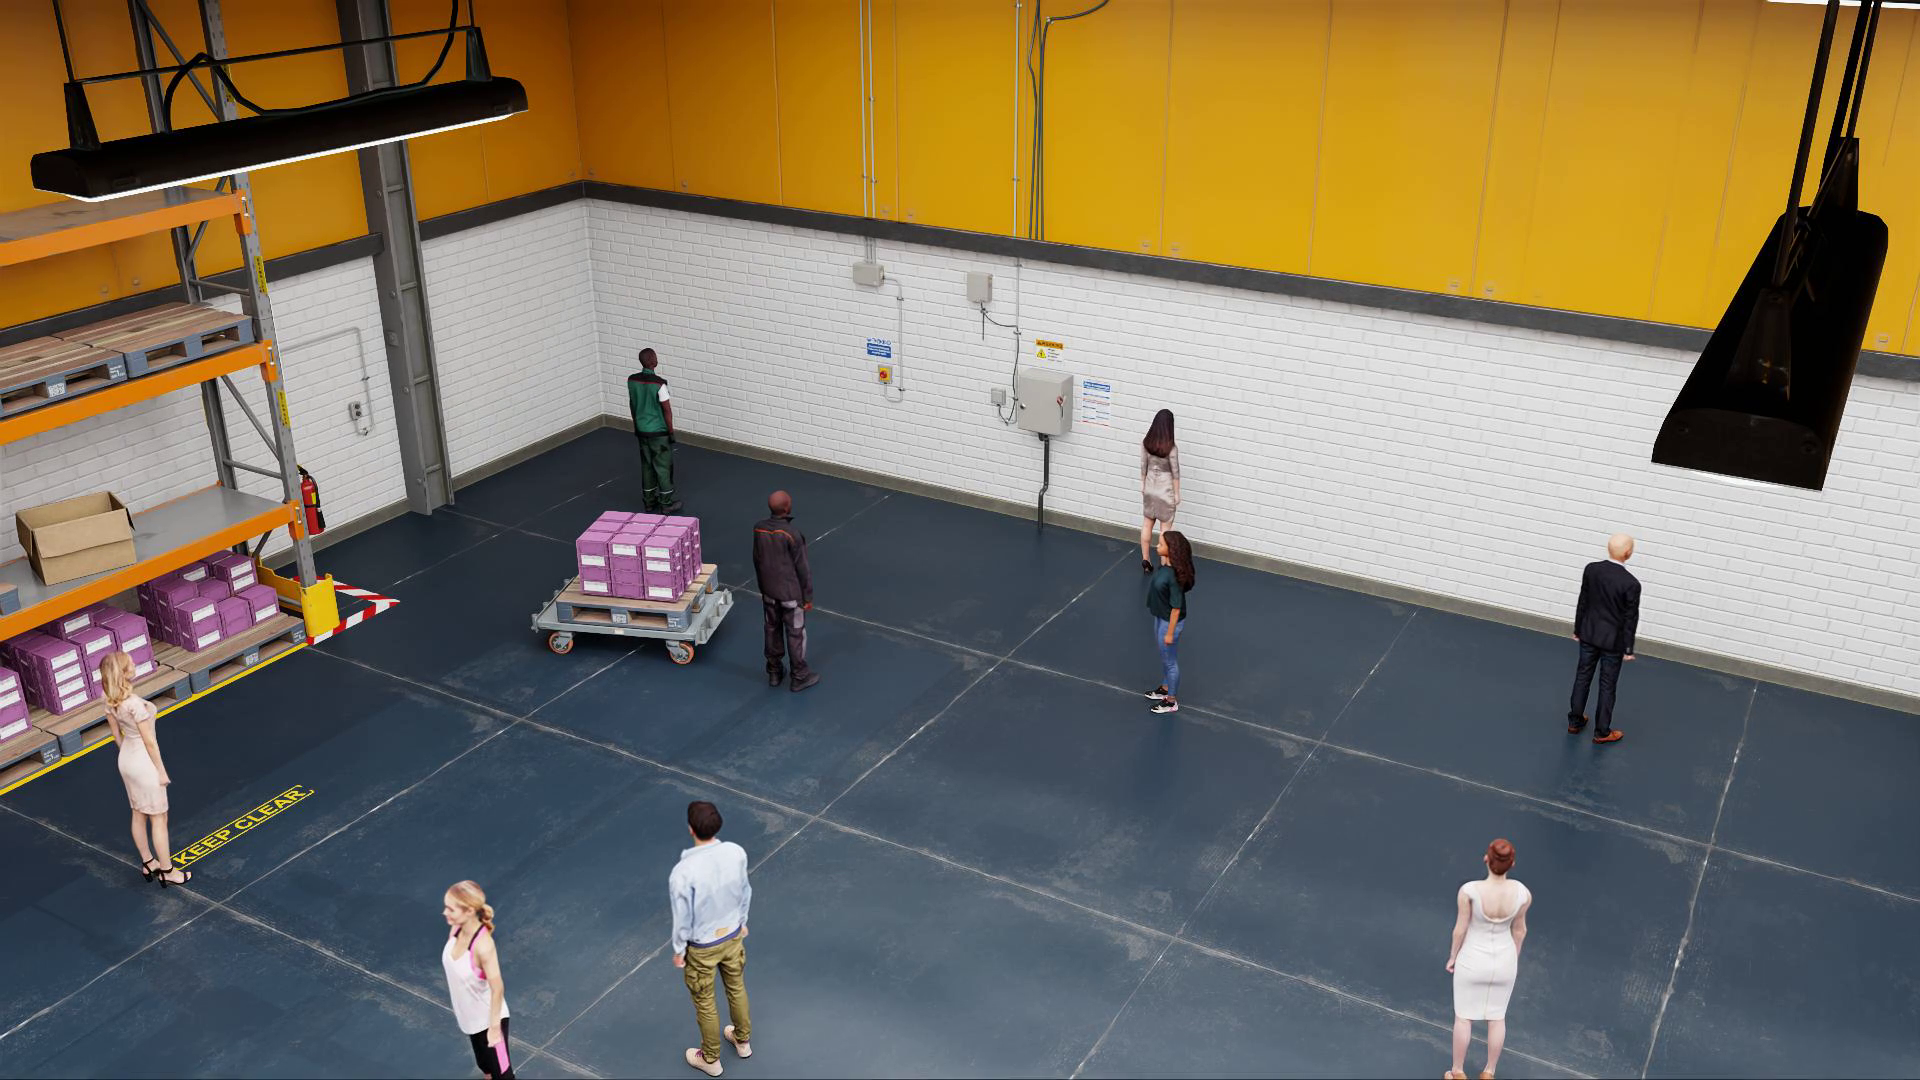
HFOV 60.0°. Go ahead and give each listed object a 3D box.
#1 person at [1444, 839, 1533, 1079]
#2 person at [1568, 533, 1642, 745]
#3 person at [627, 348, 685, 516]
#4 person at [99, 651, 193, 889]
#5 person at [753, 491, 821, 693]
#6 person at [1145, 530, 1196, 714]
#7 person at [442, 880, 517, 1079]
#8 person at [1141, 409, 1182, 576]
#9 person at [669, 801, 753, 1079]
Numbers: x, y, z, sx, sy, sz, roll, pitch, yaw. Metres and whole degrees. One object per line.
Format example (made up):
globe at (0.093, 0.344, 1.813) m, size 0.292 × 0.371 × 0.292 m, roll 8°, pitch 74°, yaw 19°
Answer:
person at (3.029, 2.467, 9.599) m, size 0.629 × 1.792 × 0.611 m, roll 2°, pitch 24°, yaw 4°
person at (5.203, 0.782, 13.446) m, size 0.727 × 1.800 × 0.754 m, roll -17°, pitch 29°, yaw -34°
person at (-3.294, -1.176, 17.873) m, size 0.689 × 1.840 × 0.610 m, roll 11°, pitch 26°, yaw 24°
person at (-5.698, 1.593, 11.552) m, size 0.564 × 1.830 × 0.485 m, roll 13°, pitch 27°, yaw 28°
person at (-1.515, 0.423, 14.234) m, size 0.707 × 1.825 × 0.608 m, roll 11°, pitch 26°, yaw 24°
person at (1.755, 0.670, 13.929) m, size 0.768 × 1.617 × 0.684 m, roll -1°, pitch 24°, yaw -1°
person at (-2.631, 2.634, 9.224) m, size 0.631 × 1.787 × 0.666 m, roll -18°, pitch 30°, yaw -36°
person at (1.964, -0.457, 16.346) m, size 0.618 × 1.747 × 0.554 m, roll 18°, pitch 30°, yaw 36°
person at (-1.470, 2.347, 9.851) m, size 0.615 × 1.811 × 0.801 m, roll -21°, pitch 31°, yaw -39°
